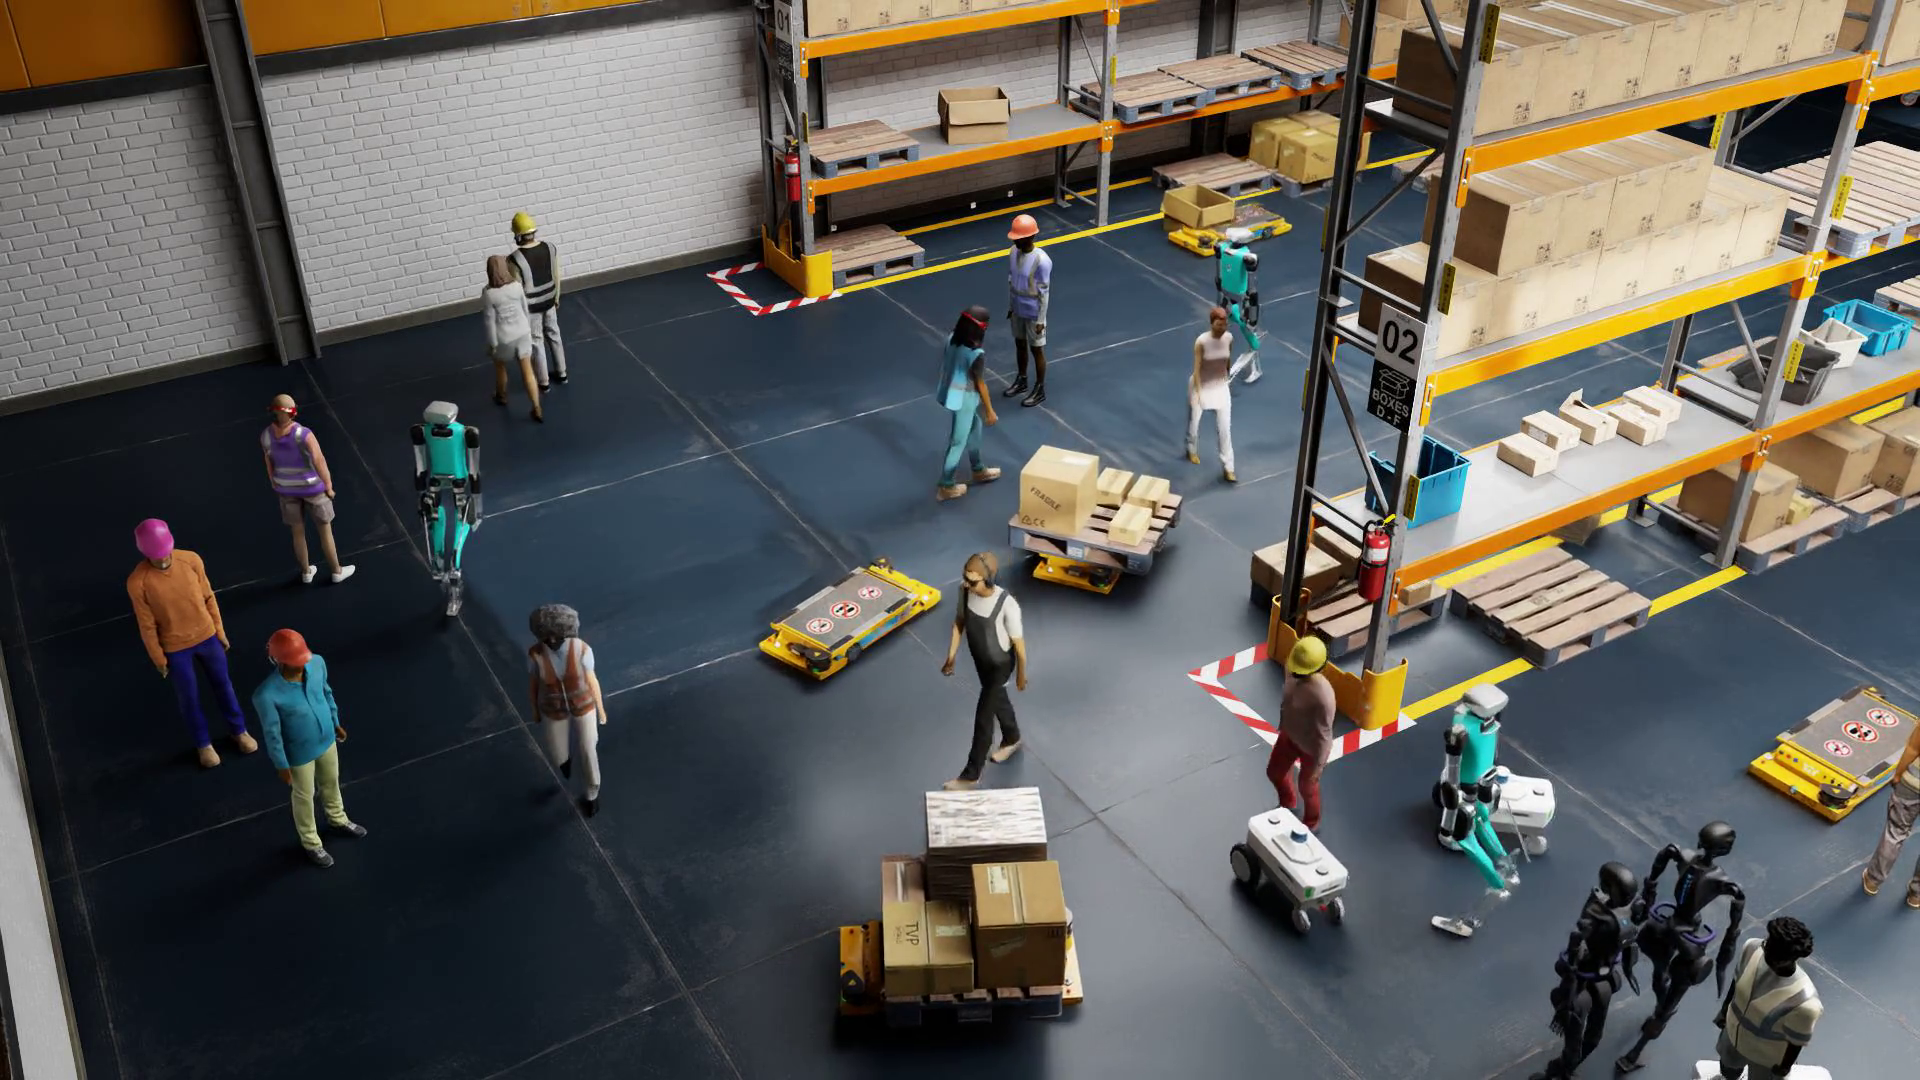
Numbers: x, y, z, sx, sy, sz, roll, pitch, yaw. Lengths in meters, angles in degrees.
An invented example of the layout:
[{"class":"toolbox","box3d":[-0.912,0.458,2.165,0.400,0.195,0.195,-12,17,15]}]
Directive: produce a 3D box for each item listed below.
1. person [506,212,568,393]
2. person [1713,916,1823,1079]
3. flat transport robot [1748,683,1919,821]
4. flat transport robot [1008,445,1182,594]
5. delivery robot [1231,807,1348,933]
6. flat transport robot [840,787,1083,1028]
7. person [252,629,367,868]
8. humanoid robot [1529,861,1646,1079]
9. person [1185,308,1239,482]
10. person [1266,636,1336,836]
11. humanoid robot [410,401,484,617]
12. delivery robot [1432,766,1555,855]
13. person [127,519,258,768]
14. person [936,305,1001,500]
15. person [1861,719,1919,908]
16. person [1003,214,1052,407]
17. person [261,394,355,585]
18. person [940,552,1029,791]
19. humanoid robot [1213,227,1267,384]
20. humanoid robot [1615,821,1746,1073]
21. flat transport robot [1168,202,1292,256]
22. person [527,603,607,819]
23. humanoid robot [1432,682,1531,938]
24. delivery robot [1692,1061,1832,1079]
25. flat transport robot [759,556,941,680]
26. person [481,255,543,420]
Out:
[{"class":"person","box3d":[-4.180,-2.335,16.351,0.405,1.826,0.596,21,38,30]},{"class":"person","box3d":[4.125,2.593,8.612,0.320,1.693,0.534,-9,33,-14]},{"class":"flat transport robot","box3d":[6.287,1.475,11.732,1.431,0.231,0.659,-21,38,-29]},{"class":"flat transport robot","box3d":[1.179,-0.030,14.132,0.659,0.231,1.431,13,34,20]},{"class":"delivery robot","box3d":[2.118,2.046,10.550,0.499,0.593,0.789,-14,35,-21]},{"class":"flat transport robot","box3d":[-0.006,2.532,10.045,1.431,0.231,0.659,-2,32,-3]},{"class":"person","box3d":[-4.146,1.293,10.625,0.344,1.746,0.572,14,35,21]},{"class":"humanoid robot","box3d":[3.425,2.386,8.953,0.597,1.660,0.344,-17,36,-25]},{"class":"person","box3d":[2.276,-1.302,14.879,0.421,1.613,0.839,-8,33,-13]},{"class":"person","box3d":[2.196,1.291,10.645,0.491,1.736,0.544,-15,35,-22]},{"class":"humanoid robot","box3d":[-3.994,-0.149,12.923,0.550,1.743,0.893,1,32,2]},{"class":"delivery robot","box3d":[3.513,1.757,11.016,0.777,0.598,0.499,6,33,9]},{"class":"person","box3d":[-5.295,0.688,11.389,0.519,1.972,0.405,-27,41,-35]},{"class":"person","box3d":[0.118,-1.217,14.547,0.804,1.837,0.534,-15,35,-23]},{"class":"person","box3d":[6.015,1.509,10.266,0.457,1.768,0.332,13,34,19]},{"class":"person","box3d":[0.632,-2.223,16.071,0.383,1.931,0.540,-24,39,-33]},{"class":"person","box3d":[-5.283,-0.391,13.368,0.484,1.690,0.347,2,32,2]},{"class":"person","box3d":[0.142,0.867,11.257,0.915,1.807,0.530,-24,40,-33]},{"class":"humanoid robot","box3d":[2.839,-2.291,16.350,0.983,1.728,0.533,-22,38,-31]},{"class":"humanoid robot","box3d":[3.993,2.228,9.247,0.730,1.629,0.612,-22,38,-31]},{"class":"flat transport robot","box3d":[3.269,-3.761,20.083,1.431,0.231,0.659,-21,38,-29]},{"class":"person","box3d":[-2.601,1.078,11.039,0.472,1.672,0.499,-7,33,-11]},{"class":"humanoid robot","box3d":[3.183,1.710,9.972,0.533,1.789,0.703,-27,41,-36]},{"class":"delivery robot","box3d":[4.322,3.034,8.959,0.751,0.576,0.499,2,32,3]},{"class":"flat transport robot","box3d":[-0.854,0.601,13.126,0.659,0.231,1.431,23,39,32]},{"class":"person","box3d":[-4.324,-1.964,15.944,0.505,1.616,0.805,-23,39,-32]}]
